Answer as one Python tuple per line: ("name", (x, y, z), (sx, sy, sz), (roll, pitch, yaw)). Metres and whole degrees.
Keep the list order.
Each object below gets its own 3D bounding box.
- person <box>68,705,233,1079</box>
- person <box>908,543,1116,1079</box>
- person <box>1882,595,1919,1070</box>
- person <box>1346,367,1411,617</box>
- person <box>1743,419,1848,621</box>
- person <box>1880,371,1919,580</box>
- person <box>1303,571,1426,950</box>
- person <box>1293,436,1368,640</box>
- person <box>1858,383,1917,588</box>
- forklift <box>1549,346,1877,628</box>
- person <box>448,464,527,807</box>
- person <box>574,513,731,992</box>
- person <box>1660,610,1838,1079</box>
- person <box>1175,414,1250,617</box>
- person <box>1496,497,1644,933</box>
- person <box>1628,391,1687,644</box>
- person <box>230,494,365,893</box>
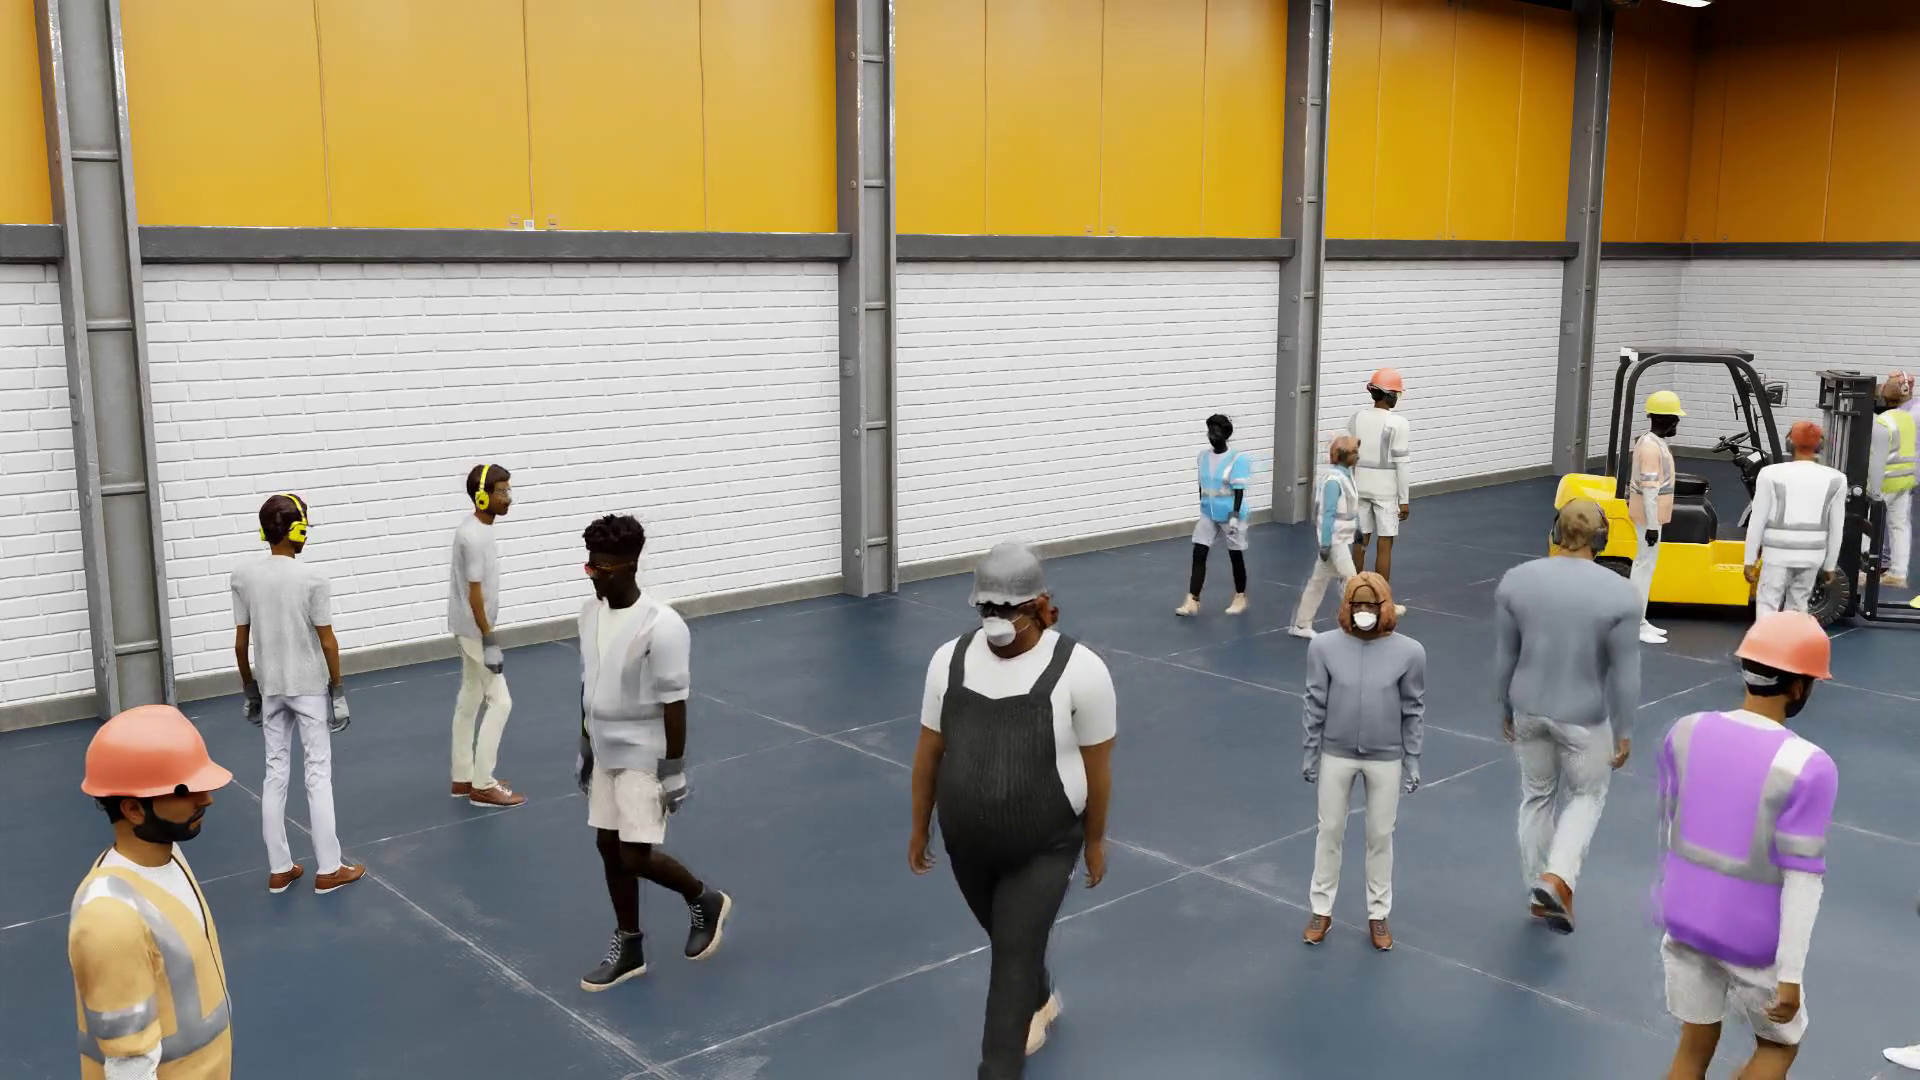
("person", (-1.829, 1.326, 3.876), (0.357, 1.937, 0.551), (-3, 10, -17))
("person", (0.172, 0.944, 5.813), (0.696, 2.000, 1.030), (5, 11, 28))
("person", (3.628, 0.996, 5.910), (0.572, 1.905, 0.607), (4, 11, 23))
("person", (3.440, -0.392, 13.627), (0.392, 2.041, 0.615), (-7, 12, -37))
("person", (5.532, 0.144, 11.003), (0.614, 1.867, 0.632), (2, 10, 10))
("person", (8.499, -0.587, 15.171), (0.407, 1.906, 0.655), (0, 10, 0))
("person", (1.709, 0.932, 7.072), (0.502, 1.632, 0.279), (3, 10, 16))
("person", (2.922, 0.011, 12.559), (0.844, 1.593, 0.531), (4, 10, 22))
("person", (8.202, -0.483, 14.821), (0.644, 1.833, 0.528), (-6, 12, -34))
("forklift", (6.109, -0.478, 13.691), (2.313, 2.155, 1.214), (3, 10, 16))
("person", (-2.560, 0.512, 8.925), (0.444, 1.848, 0.492), (-2, 10, -14))
("person", (-1.281, 0.839, 6.702), (0.529, 1.948, 0.605), (-10, 14, -44))
("person", (2.349, 1.152, 5.003), (0.469, 1.908, 0.547), (-6, 11, -31))
("person", (2.066, -0.179, 13.486), (0.550, 1.664, 0.810), (9, 13, 43))
("person", (2.576, 0.775, 7.181), (0.633, 1.915, 0.590), (7, 12, 36))
("person", (5.311, -0.182, 12.733), (0.367, 1.926, 0.594), (4, 11, 23))
("person", (-3.076, 0.717, 7.691), (0.521, 1.856, 0.327), (1, 10, 7))
